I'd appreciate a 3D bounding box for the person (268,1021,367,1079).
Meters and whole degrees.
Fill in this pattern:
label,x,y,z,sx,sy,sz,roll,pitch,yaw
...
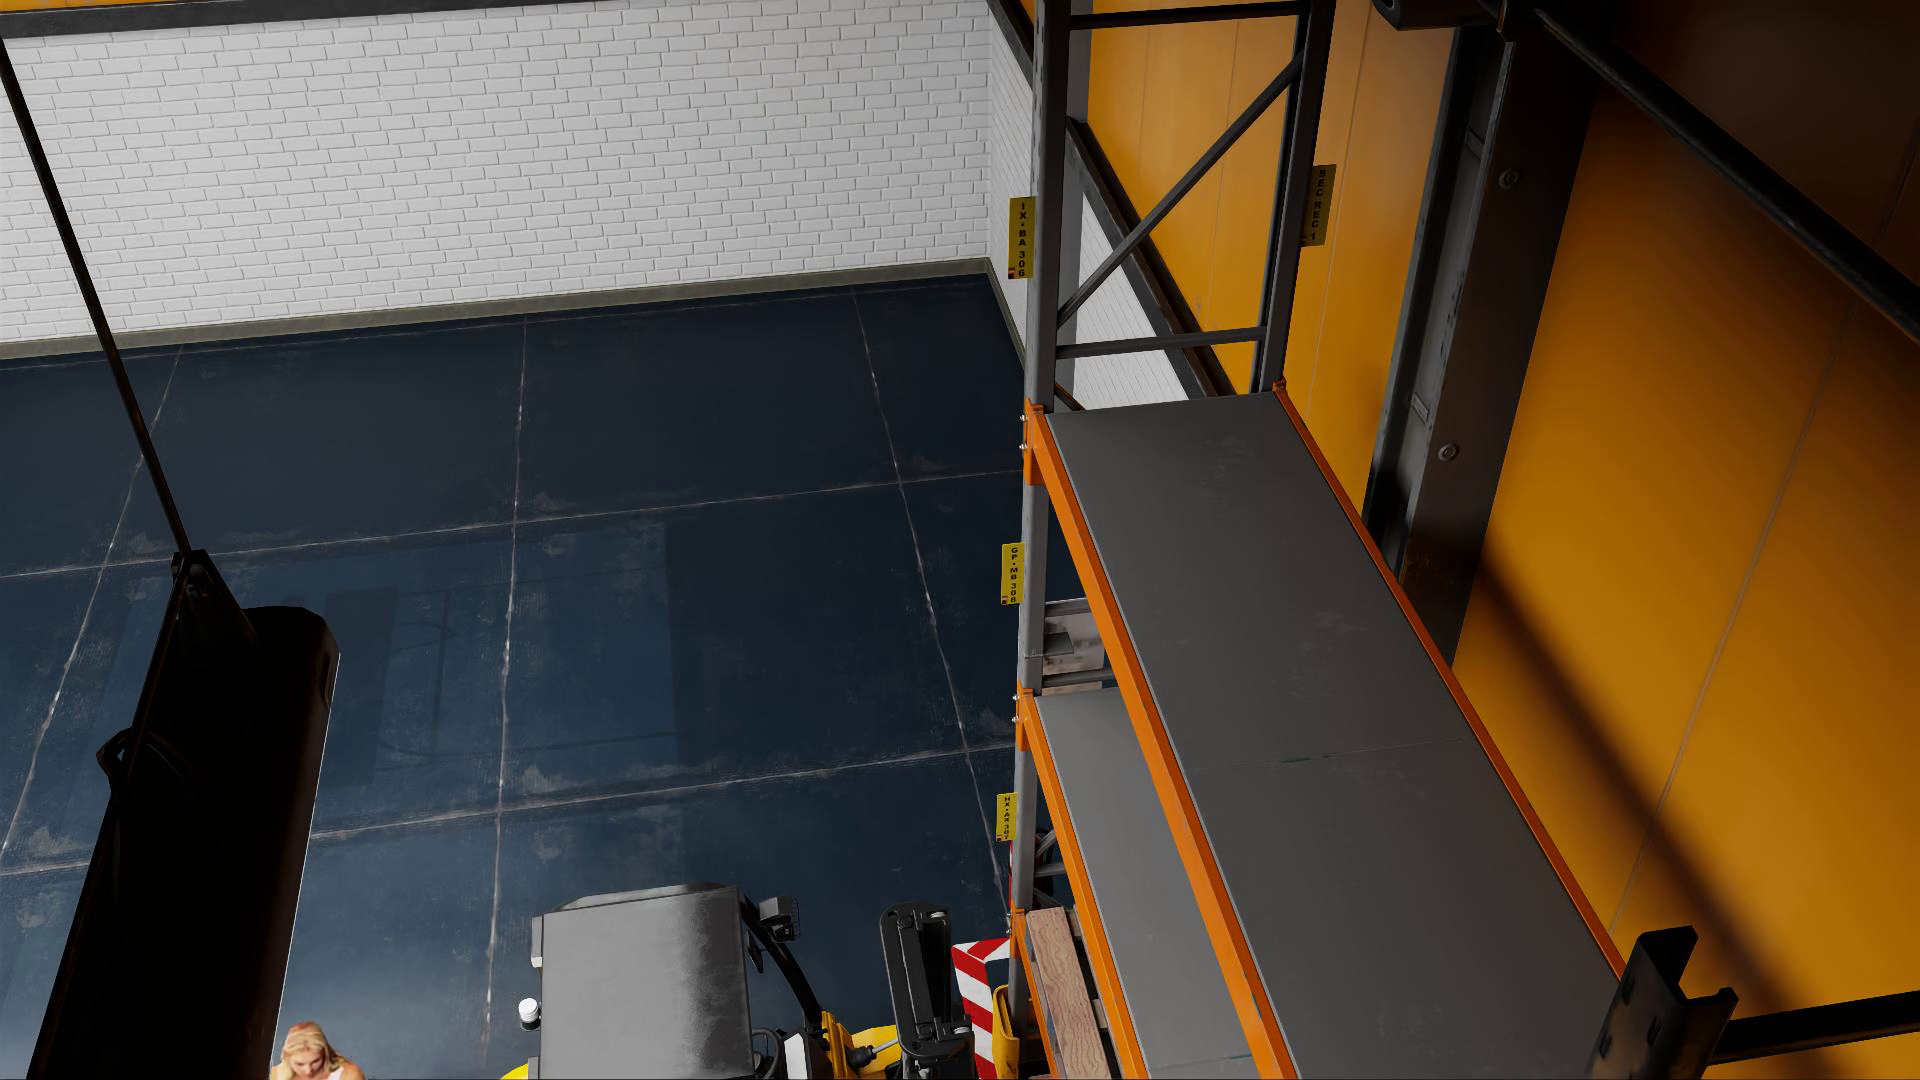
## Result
label,x,y,z,sx,sy,sz,roll,pitch,yaw
person,-2.870,2.738,7.795,0.743,1.766,1.176,-1,39,-1
